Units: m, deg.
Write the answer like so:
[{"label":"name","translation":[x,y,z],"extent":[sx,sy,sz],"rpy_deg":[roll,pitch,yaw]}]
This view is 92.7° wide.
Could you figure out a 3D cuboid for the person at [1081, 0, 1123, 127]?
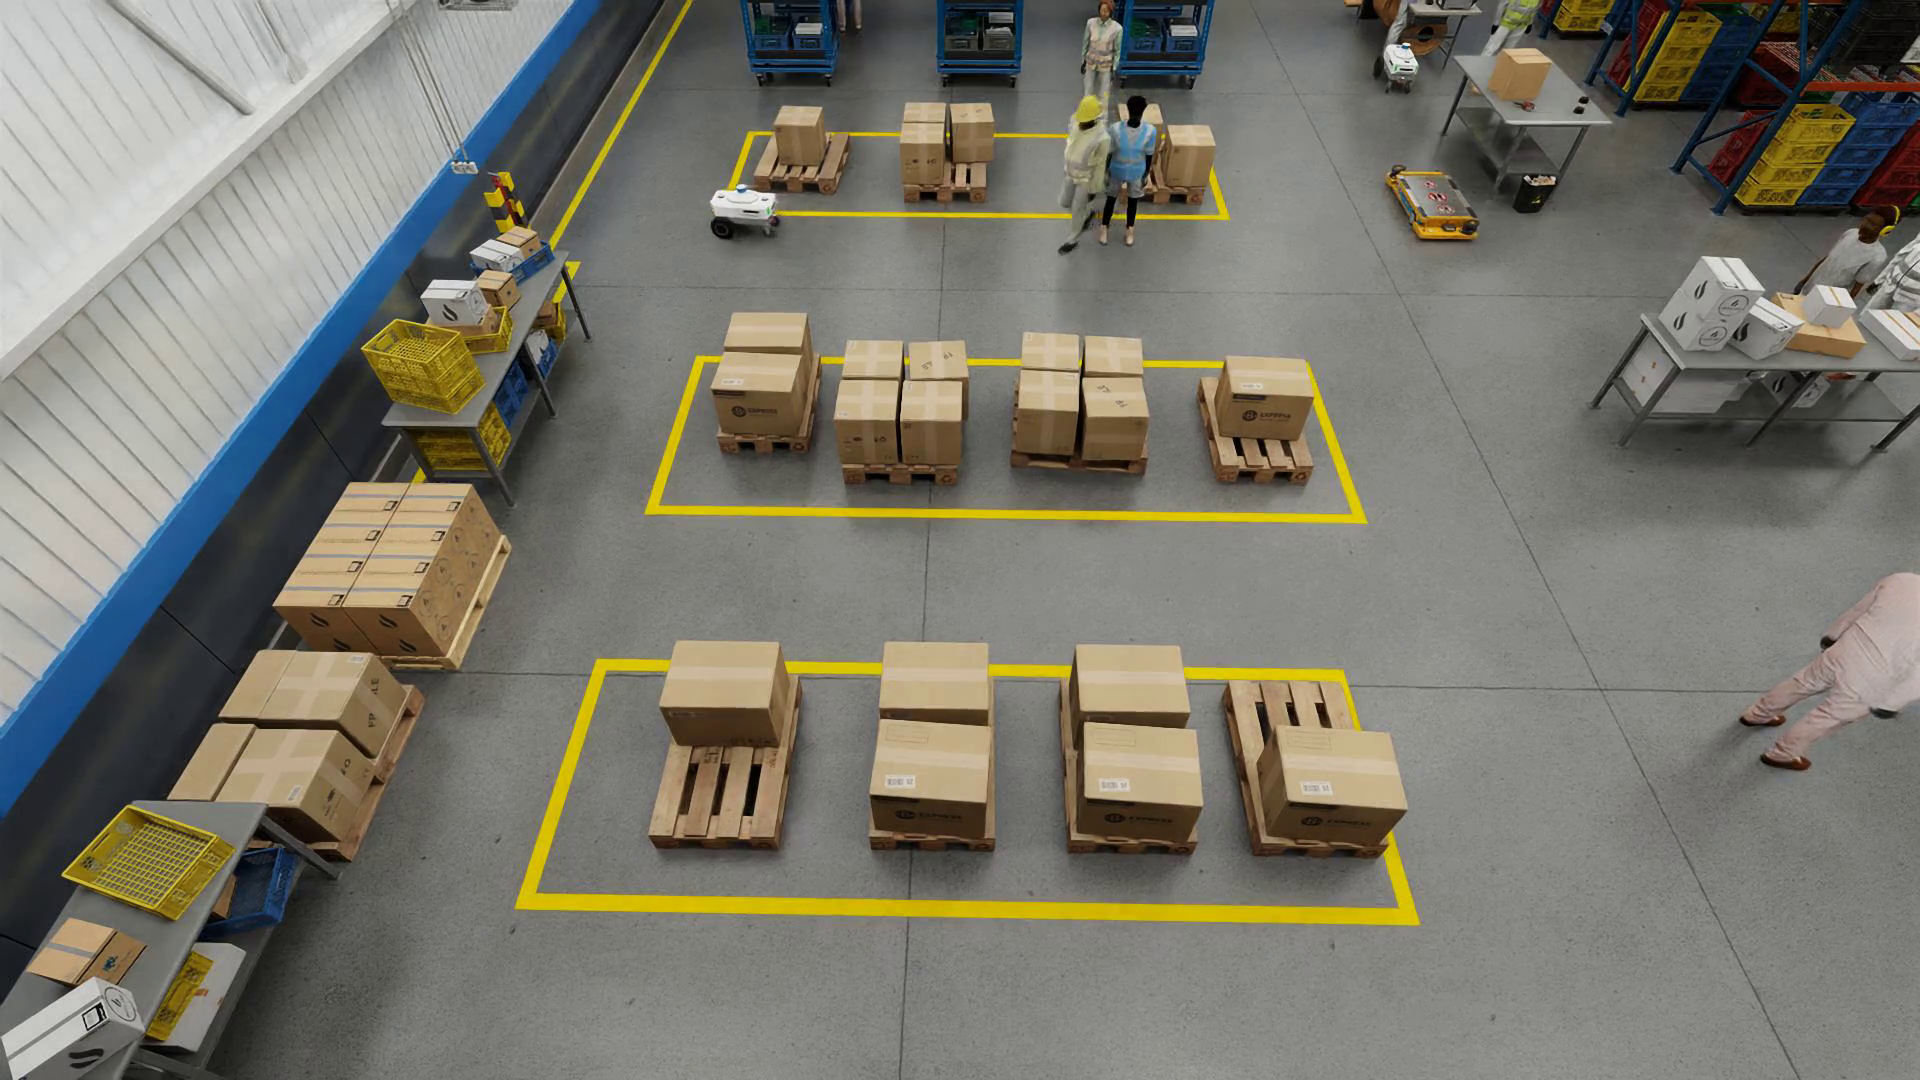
[{"label":"person","translation":[1.819,-6.173,11.957],"extent":[0.514,1.642,0.309],"rpy_deg":[20,52,17]}]

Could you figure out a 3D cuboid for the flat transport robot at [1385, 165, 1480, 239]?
[{"label":"flat transport robot","translation":[5.692,-4.094,11.059],"extent":[0.652,0.197,1.431],"rpy_deg":[1,49,1]}]

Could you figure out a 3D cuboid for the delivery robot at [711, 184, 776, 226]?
[{"label":"delivery robot","translation":[-2.495,-3.871,10.620],"extent":[0.707,0.478,0.477],"rpy_deg":[5,49,4]}]

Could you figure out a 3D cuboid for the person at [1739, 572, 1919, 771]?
[{"label":"person","translation":[5.725,0.796,5.762],"extent":[0.401,1.900,0.648],"rpy_deg":[3,49,2]}]

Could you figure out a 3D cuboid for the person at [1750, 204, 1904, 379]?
[{"label":"person","translation":[7.786,-2.190,8.360],"extent":[0.328,1.873,0.509],"rpy_deg":[-2,49,-2]}]

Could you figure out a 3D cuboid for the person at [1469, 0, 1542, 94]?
[{"label":"person","translation":[7.669,-7.174,12.693],"extent":[0.619,1.845,0.430],"rpy_deg":[-7,49,-6]}]

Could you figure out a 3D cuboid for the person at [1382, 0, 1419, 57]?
[{"label":"person","translation":[6.554,-7.897,13.263],"extent":[0.371,1.932,0.629],"rpy_deg":[15,51,13]}]

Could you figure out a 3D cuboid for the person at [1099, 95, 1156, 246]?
[{"label":"person","translation":[1.832,-4.039,10.081],"extent":[0.535,1.690,0.321],"rpy_deg":[5,49,4]}]

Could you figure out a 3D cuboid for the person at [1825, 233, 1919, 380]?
[{"label":"person","translation":[8.661,-2.265,8.416],"extent":[0.339,1.882,0.581],"rpy_deg":[-3,49,-3]}]

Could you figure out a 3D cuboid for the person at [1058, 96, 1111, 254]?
[{"label":"person","translation":[1.353,-3.969,9.955],"extent":[0.582,1.792,0.635],"rpy_deg":[-26,54,-20]}]

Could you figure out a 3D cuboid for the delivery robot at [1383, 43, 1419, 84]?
[{"label":"delivery robot","translation":[6.373,-6.919,13.258],"extent":[0.477,0.478,0.707],"rpy_deg":[4,49,4]}]

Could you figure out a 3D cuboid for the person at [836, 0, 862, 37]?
[{"label":"person","translation":[-1.755,-8.836,14.041],"extent":[0.629,1.980,0.410],"rpy_deg":[-19,52,-15]}]
